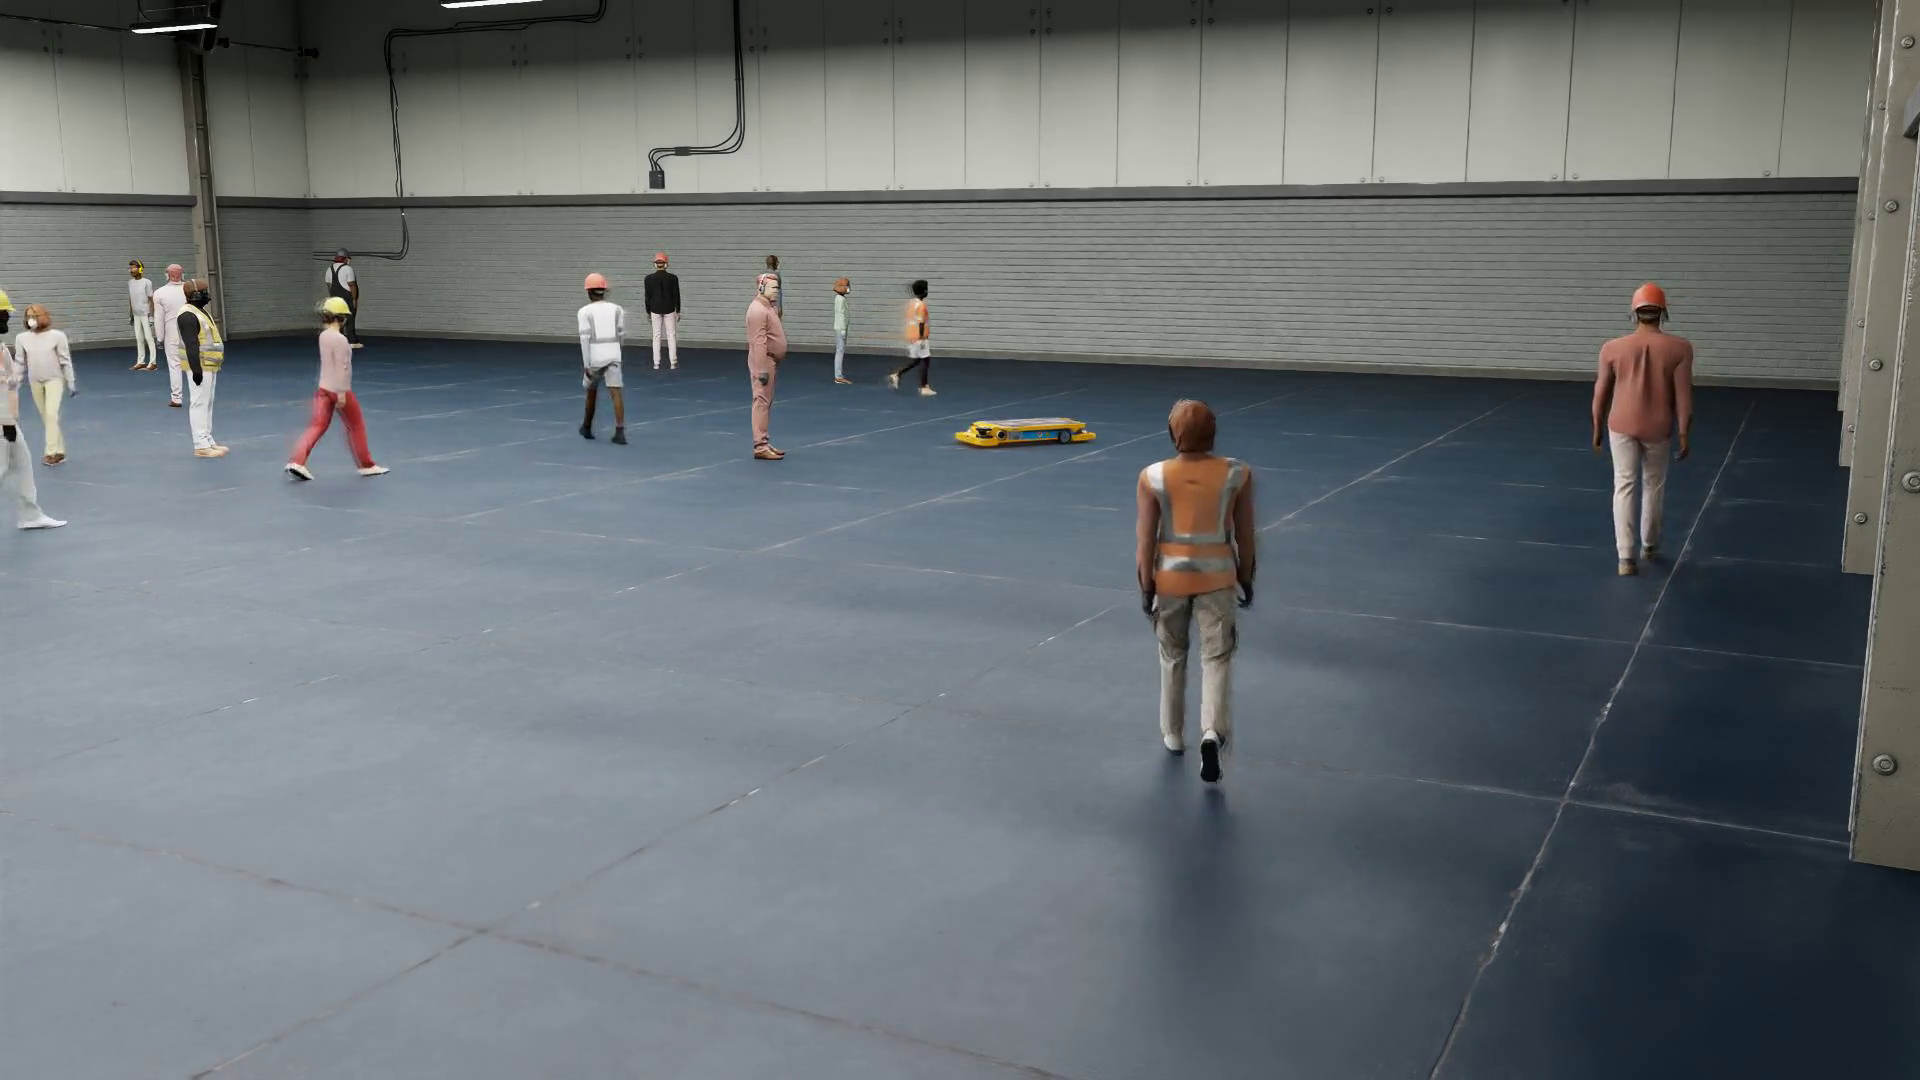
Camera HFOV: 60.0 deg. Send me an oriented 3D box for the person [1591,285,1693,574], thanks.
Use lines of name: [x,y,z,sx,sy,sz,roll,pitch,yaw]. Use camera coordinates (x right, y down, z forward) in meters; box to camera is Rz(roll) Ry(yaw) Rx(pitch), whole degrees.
person: [4.723,-0.779,11.538,0.645,1.942,1.002,5,11,25]

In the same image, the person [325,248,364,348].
person: [-12.559,-4.944,34.005,0.672,2.000,0.536,5,11,23]

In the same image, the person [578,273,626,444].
person: [-3.991,-2.020,18.527,0.553,1.882,1.024,-6,12,-31]

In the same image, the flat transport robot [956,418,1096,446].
flat transport robot: [0.735,-1.212,18.485,1.431,0.197,0.652,-5,11,-24]

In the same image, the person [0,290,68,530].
person: [-7.447,-0.980,12.759,0.855,1.901,0.593,-7,12,-33]

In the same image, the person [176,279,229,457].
person: [-7.885,-1.787,17.323,0.429,1.846,0.633,-2,11,-13]

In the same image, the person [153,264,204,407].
person: [-10.473,-2.739,22.343,0.639,1.910,0.407,-8,13,-37]

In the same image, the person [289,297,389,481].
person: [-5.934,-1.424,15.690,0.531,1.720,0.929,10,14,42]

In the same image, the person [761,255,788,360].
person: [-3.457,-4.275,30.638,0.373,1.940,0.628,-8,13,-36]

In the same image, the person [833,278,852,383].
person: [-1.834,-3.262,25.944,0.269,1.632,0.509,-1,10,-7]

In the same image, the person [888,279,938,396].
person: [-0.672,-2.892,23.826,0.625,1.681,0.538,-3,11,-17]

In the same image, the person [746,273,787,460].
person: [-1.985,-1.786,17.162,0.400,1.905,0.643,0,10,1]

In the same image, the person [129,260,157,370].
person: [-13.976,-3.829,28.388,0.520,1.873,0.333,4,11,20]

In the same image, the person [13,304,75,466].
person: [-9.156,-1.526,16.536,0.533,1.600,0.766,0,10,-1]

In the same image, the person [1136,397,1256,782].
person: [1.006,0.202,7.112,0.518,1.608,0.741,2,11,8]

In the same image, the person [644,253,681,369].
person: [-5.115,-3.941,28.667,0.609,1.993,0.382,-1,10,-3]
